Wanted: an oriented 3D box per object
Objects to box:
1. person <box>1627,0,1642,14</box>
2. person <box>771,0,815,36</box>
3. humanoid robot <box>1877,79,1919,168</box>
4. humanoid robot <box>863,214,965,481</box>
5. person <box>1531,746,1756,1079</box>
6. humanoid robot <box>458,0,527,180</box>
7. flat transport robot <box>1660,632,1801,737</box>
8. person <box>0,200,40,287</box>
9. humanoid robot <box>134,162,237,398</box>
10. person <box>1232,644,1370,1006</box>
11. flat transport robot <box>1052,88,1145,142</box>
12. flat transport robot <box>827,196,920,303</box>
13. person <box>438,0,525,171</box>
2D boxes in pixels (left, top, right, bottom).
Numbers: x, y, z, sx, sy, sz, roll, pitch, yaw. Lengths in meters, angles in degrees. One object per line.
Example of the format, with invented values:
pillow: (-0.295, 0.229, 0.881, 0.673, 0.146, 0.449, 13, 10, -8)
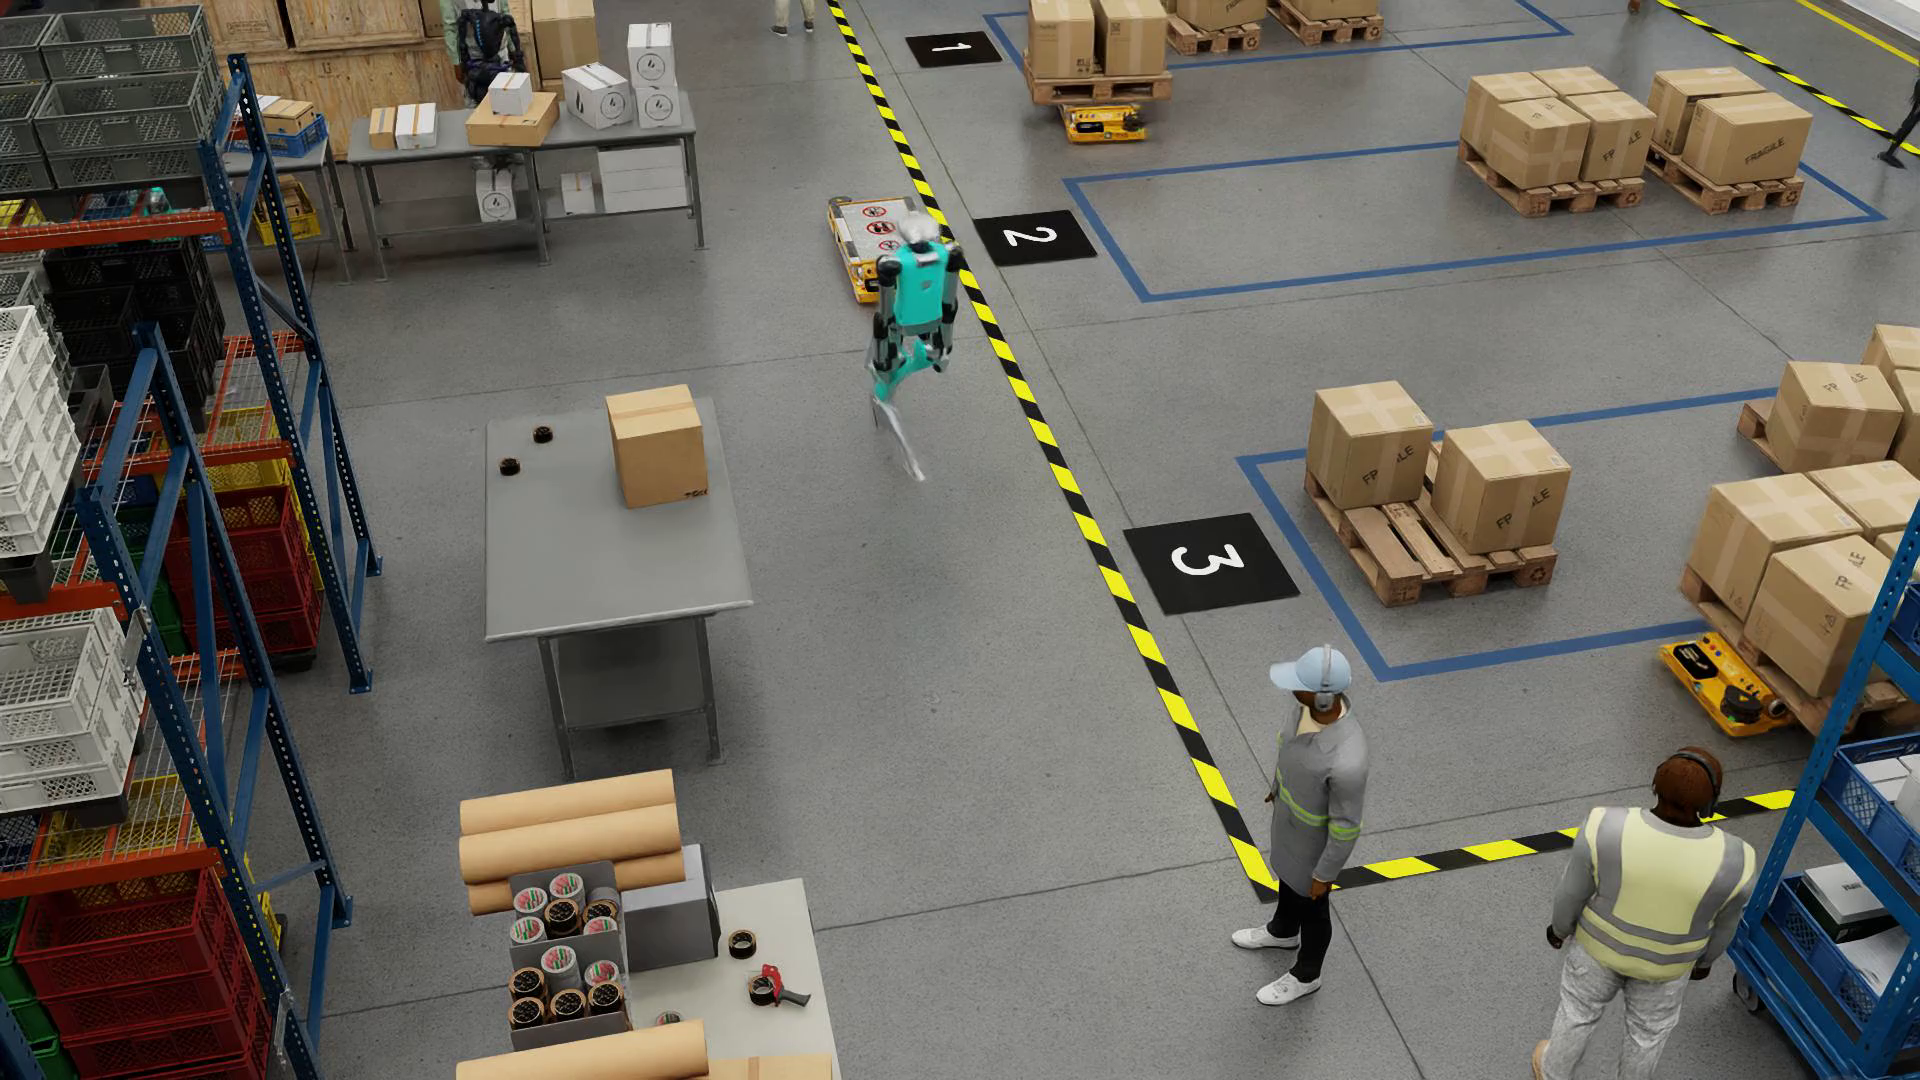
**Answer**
person: (7.014, -6.330, 16.739, 0.598, 1.840, 0.940, 9, 38, 12)
person: (-1.664, -5.766, 16.050, 0.561, 1.763, 0.403, -15, 39, -19)
humanoid robot: (7.988, -3.723, 13.395, 0.611, 1.629, 0.711, -14, 39, -18)
humanoid robot: (-0.404, -1.245, 10.027, 0.556, 1.776, 0.965, -19, 41, -23)
person: (2.524, 1.492, 6.234, 0.620, 1.840, 0.431, 13, 39, 17)
humanoid robot: (-3.732, -3.677, 13.318, 0.598, 1.640, 0.483, 9, 38, 12)
flat transport robot: (4.490, 0.638, 8.673, 1.431, 0.197, 0.652, -8, 37, -10)
person: (-5.335, -1.193, 9.849, 0.404, 1.828, 0.591, 28, 45, 32)
humanoid robot: (-5.212, -1.544, 10.432, 0.947, 1.786, 0.548, -13, 38, -16)
person: (1.365, 1.145, 6.689, 0.390, 1.849, 0.597, -6, 37, -8)
flat transport robot: (1.205, -3.928, 14.809, 0.652, 0.197, 1.431, -3, 37, -4)
flat transport robot: (-0.570, -2.220, 12.538, 0.659, 0.231, 1.431, -8, 37, -10)
person: (-3.847, -3.934, 13.447, 0.614, 1.938, 0.413, -30, 46, -34)
